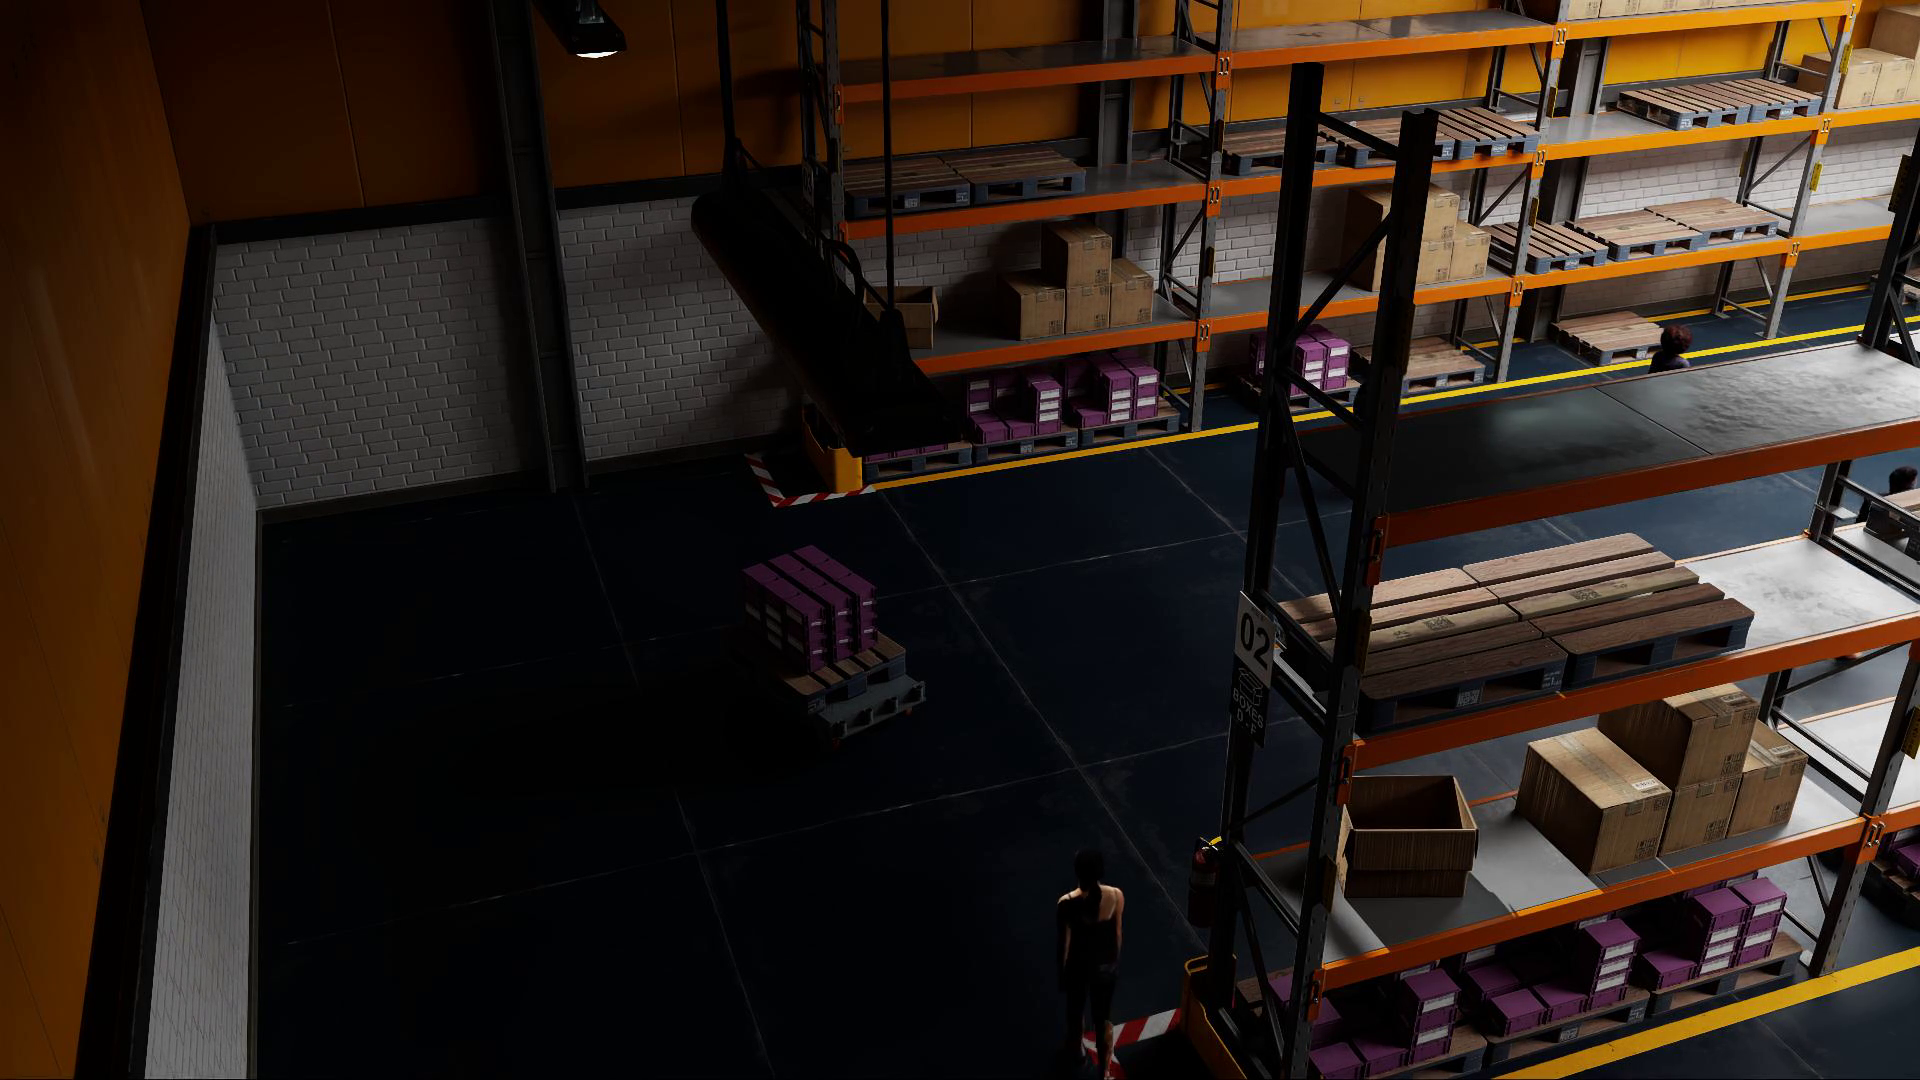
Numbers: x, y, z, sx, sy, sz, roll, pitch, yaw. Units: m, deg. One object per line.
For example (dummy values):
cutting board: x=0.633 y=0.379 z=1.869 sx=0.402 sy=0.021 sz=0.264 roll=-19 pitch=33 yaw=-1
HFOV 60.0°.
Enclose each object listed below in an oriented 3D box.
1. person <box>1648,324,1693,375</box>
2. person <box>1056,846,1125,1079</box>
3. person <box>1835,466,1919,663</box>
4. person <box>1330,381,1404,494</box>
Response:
person: x=7.125 y=-1.366 z=16.862 sx=0.619 sy=1.711 sz=0.641 roll=-21 pitch=35 yaw=-33
person: x=0.779 y=2.554 z=9.681 sx=0.951 sy=1.707 sz=0.776 roll=-4 pitch=29 yaw=-7
person: x=7.554 y=0.233 z=13.813 sx=0.645 sy=1.825 sz=0.693 roll=-6 pitch=29 yaw=-11
person: x=4.230 y=-1.154 z=16.618 sx=1.052 sy=1.574 sz=0.742 roll=-7 pitch=29 yaw=-12
